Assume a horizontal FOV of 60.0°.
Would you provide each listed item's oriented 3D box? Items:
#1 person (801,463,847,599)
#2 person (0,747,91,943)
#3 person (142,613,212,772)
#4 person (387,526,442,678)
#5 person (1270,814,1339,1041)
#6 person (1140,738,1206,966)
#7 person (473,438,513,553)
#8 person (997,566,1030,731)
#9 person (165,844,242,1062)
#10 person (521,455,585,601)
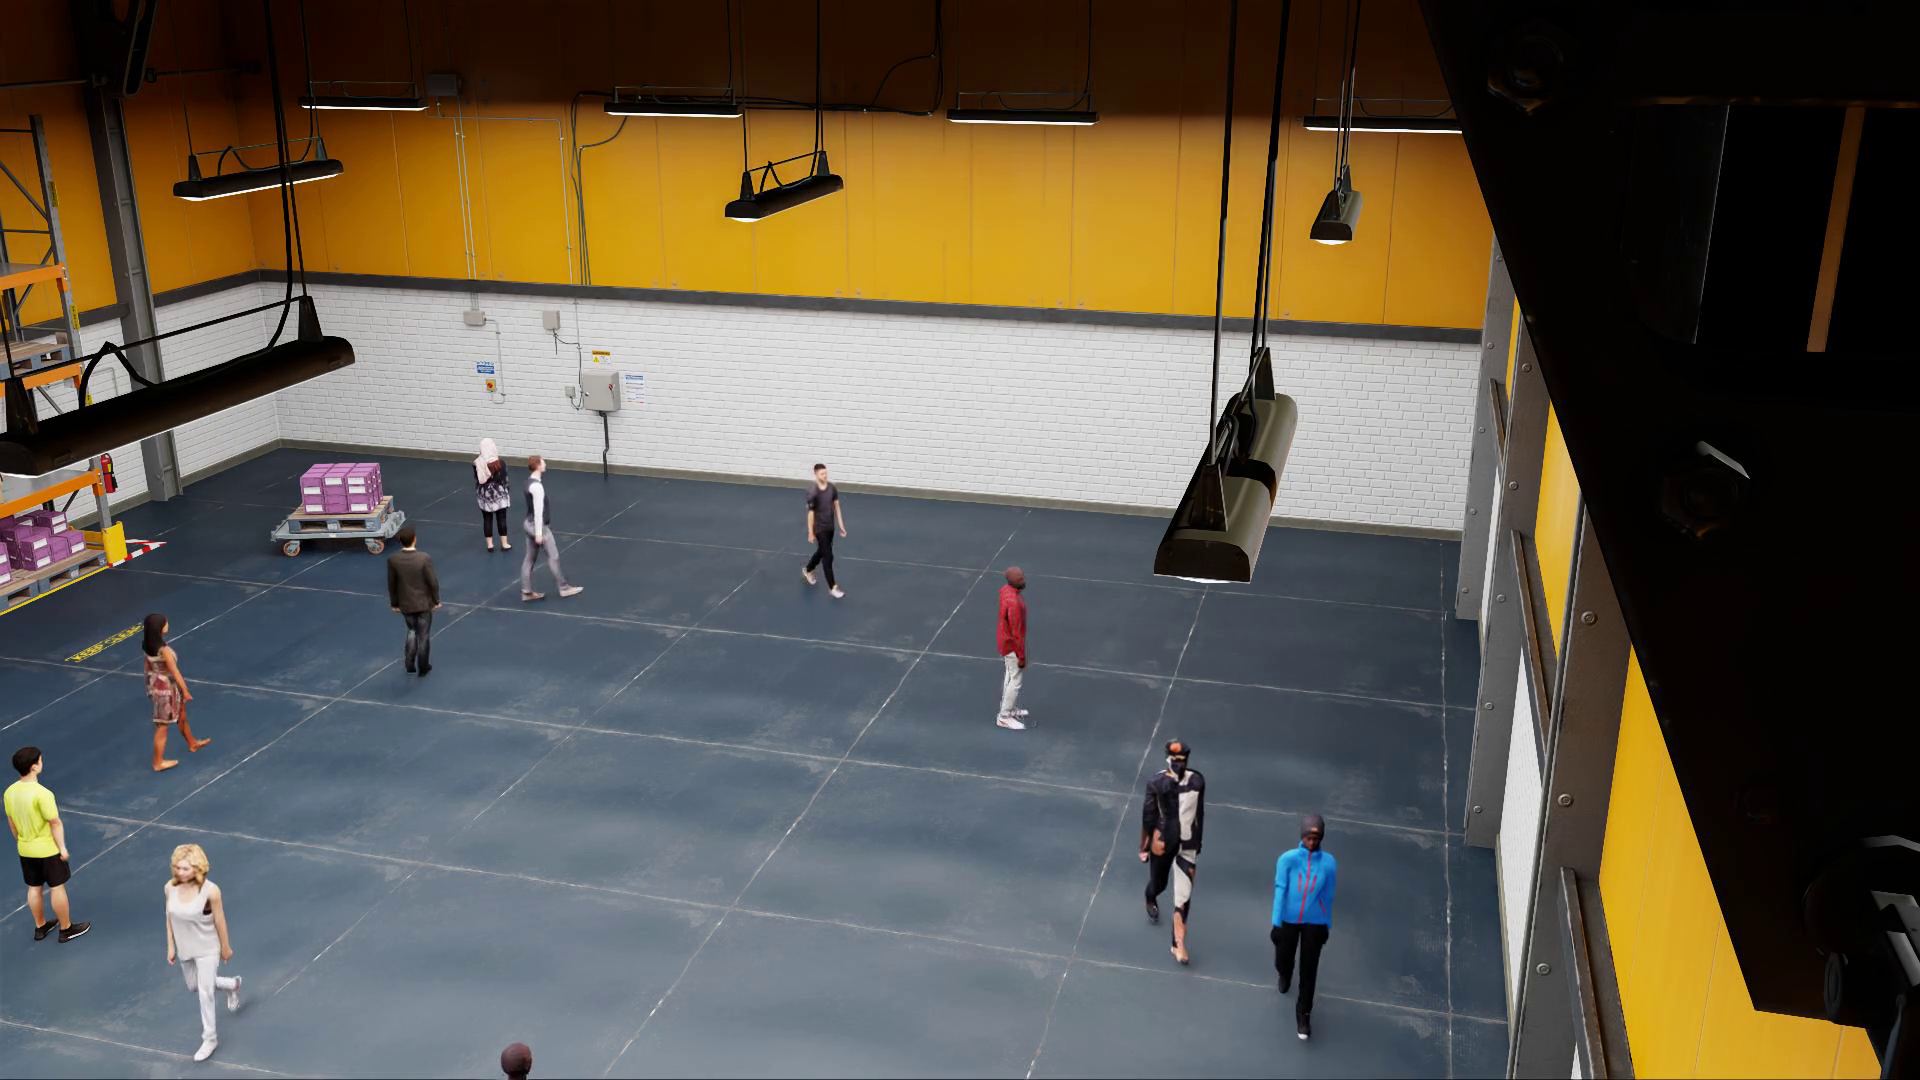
[{"bbox_3d":[-1.817,-0.155,21.609,1.013,1.731,1.162,15,23,37],"label":"person"},{"bbox_3d":[-7.594,2.511,13.731,0.607,1.707,0.506,5,19,14],"label":"person"},{"bbox_3d":[-8.093,1.549,16.719,0.857,1.622,1.009,14,23,36],"label":"person"},{"bbox_3d":[-6.206,0.730,18.885,0.756,1.794,0.773,1,19,2],"label":"person"},{"bbox_3d":[2.590,2.854,12.602,0.668,1.778,0.932,3,19,9],"label":"person"},{"bbox_3d":[1.726,2.466,13.621,0.981,1.862,1.249,-2,19,-7],"label":"person"},{"bbox_3d":[-6.515,-0.631,23.170,0.711,1.638,0.727,-1,19,-4],"label":"person"},{"bbox_3d":[0.575,1.101,17.755,0.846,1.810,0.705,-6,20,-17],"label":"person"},{"bbox_3d":[-5.626,2.987,12.409,0.598,1.649,0.942,4,19,11],"label":"person"},{"bbox_3d":[-5.491,-0.128,21.250,1.110,1.910,1.054,-10,21,-28],"label":"person"}]
